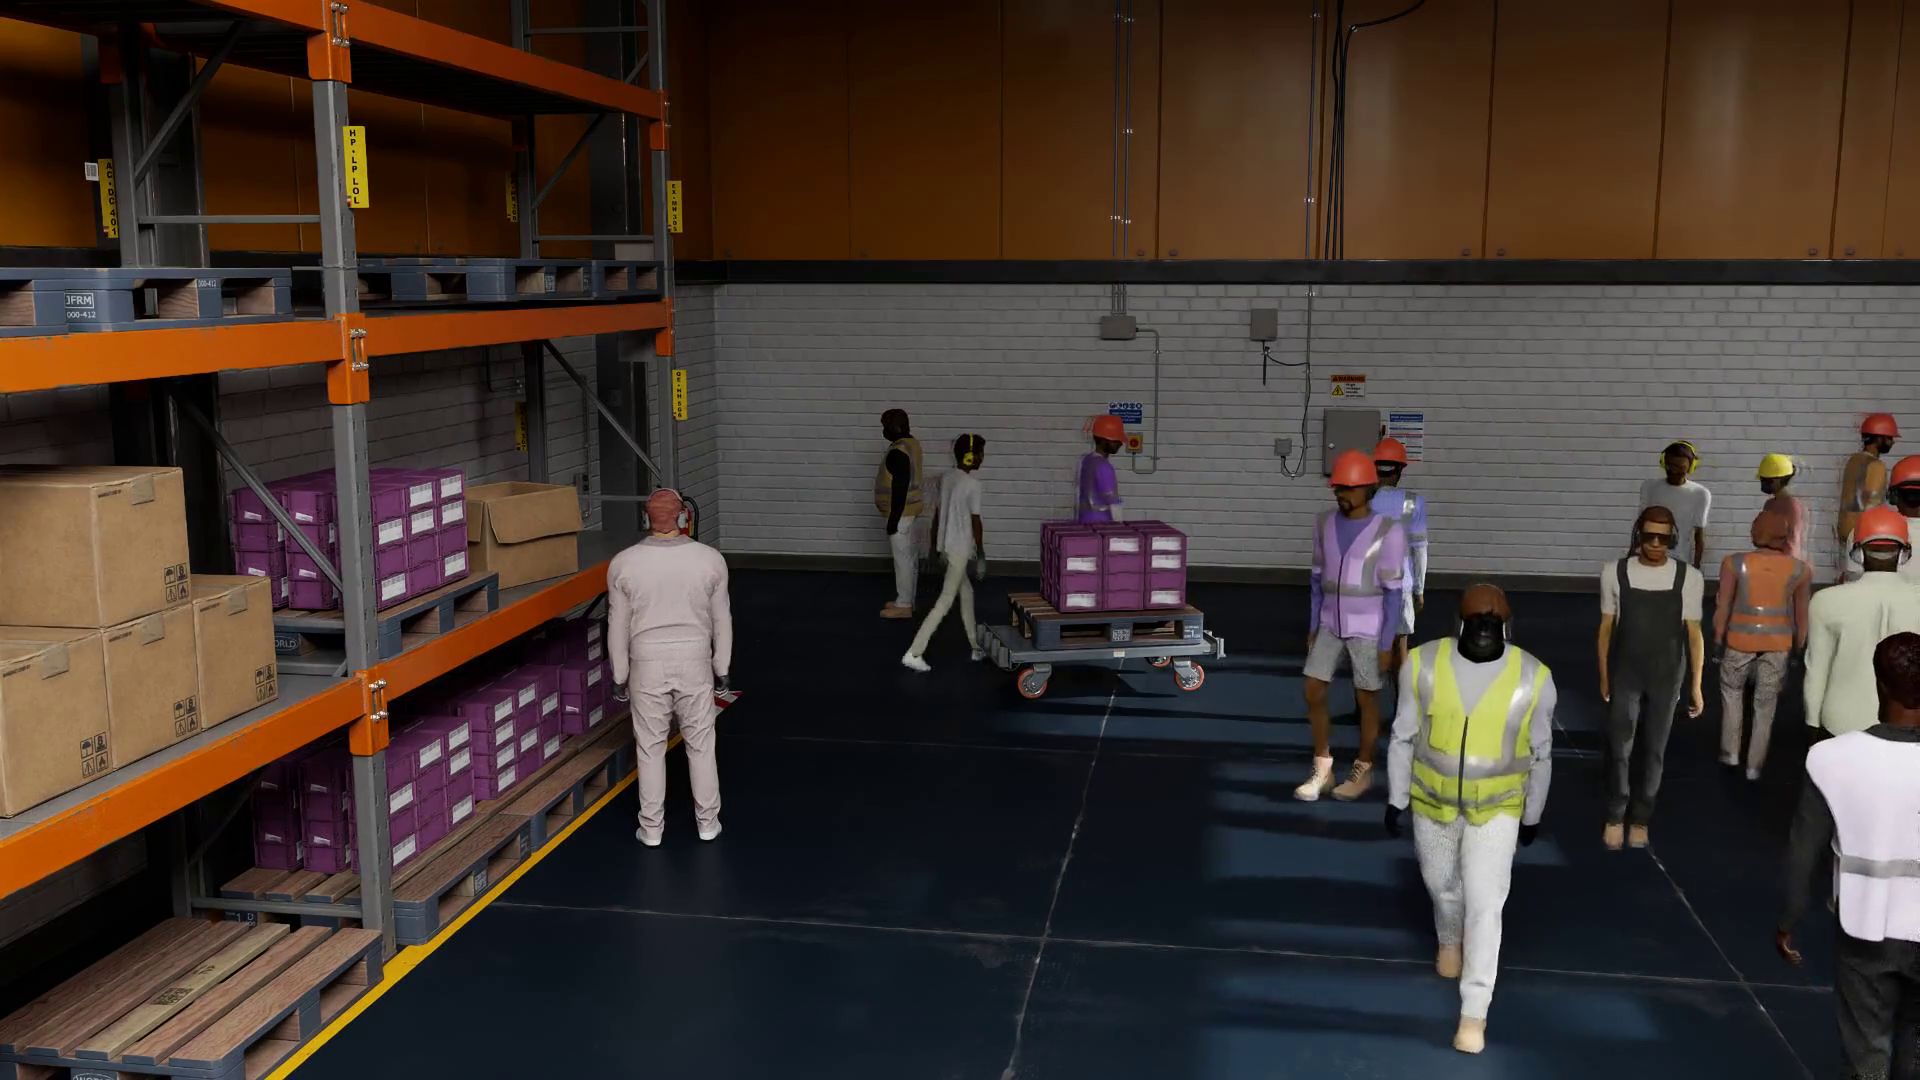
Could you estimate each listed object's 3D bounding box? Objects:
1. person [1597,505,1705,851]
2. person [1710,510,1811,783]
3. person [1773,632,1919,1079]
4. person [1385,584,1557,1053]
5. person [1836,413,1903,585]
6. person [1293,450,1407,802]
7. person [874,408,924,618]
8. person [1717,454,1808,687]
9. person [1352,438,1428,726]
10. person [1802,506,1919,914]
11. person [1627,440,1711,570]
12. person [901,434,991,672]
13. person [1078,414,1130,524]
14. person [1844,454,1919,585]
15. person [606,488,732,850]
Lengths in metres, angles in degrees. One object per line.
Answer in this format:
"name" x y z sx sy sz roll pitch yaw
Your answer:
"person" 3.577 0.733 8.630 0.524 1.826 0.562 3 10 19
"person" 4.774 0.620 9.961 0.539 1.618 0.559 3 10 17
"person" 2.982 1.219 5.395 0.625 1.897 0.741 3 10 16
"person" 2.076 1.046 6.791 0.623 1.805 0.925 4 10 25
"person" 7.209 -0.046 13.149 0.541 1.919 0.580 1 9 7
"person" 2.152 0.512 9.377 0.686 2.025 0.636 -9 13 -44
"person" -0.538 -0.236 14.586 0.430 1.839 0.619 1 9 9
"person" 5.970 0.243 11.945 0.777 1.733 0.549 1 9 4
"person" 2.826 0.287 11.074 0.543 1.928 0.373 3 10 21
"person" 4.152 0.841 7.534 0.622 1.970 0.648 3 10 18
"person" 5.131 0.173 12.073 0.569 1.839 0.561 7 12 38
"person" -0.067 0.093 12.651 0.981 1.815 0.549 -7 11 -36
"person" 1.177 -0.055 13.239 0.578 1.905 0.553 -1 9 -5
"person" 5.142 0.551 9.086 0.608 2.045 0.369 5 10 27
"person" -1.527 0.672 8.771 0.648 1.904 0.401 -2 10 -14
